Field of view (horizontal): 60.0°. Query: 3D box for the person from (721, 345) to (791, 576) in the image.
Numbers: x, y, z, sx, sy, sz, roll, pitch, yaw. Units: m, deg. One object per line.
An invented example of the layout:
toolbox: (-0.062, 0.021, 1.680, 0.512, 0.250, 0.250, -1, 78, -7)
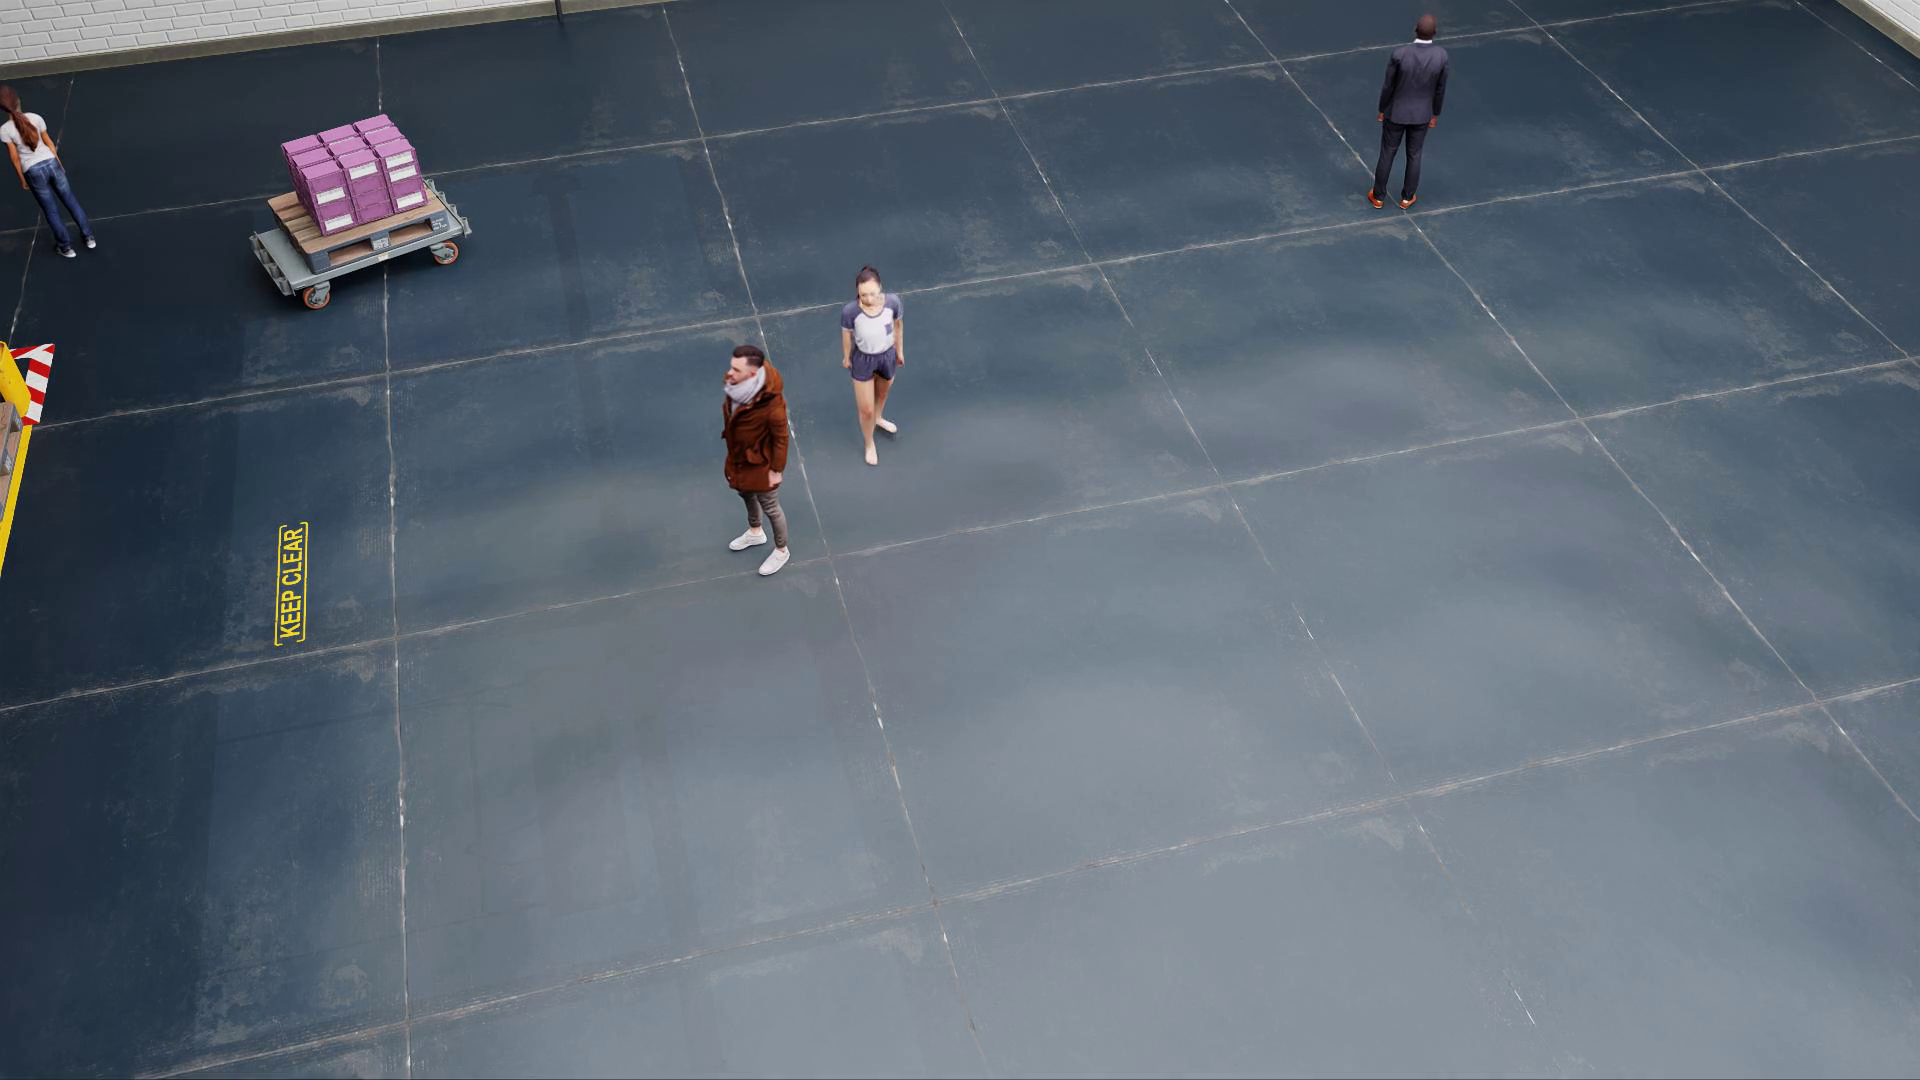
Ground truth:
person: (-1.374, -0.568, 11.219, 0.892, 1.839, 0.796, -31, 52, -29)

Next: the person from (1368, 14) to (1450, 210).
person: (3.927, -3.735, 14.554, 0.782, 1.824, 0.749, 6, 44, 6)

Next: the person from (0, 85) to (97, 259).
person: (-7.796, -3.140, 14.120, 0.630, 1.562, 0.660, -35, 53, -31)

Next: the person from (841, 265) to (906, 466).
person: (-0.642, -1.347, 12.196, 0.648, 1.620, 0.768, -20, 47, -20)
